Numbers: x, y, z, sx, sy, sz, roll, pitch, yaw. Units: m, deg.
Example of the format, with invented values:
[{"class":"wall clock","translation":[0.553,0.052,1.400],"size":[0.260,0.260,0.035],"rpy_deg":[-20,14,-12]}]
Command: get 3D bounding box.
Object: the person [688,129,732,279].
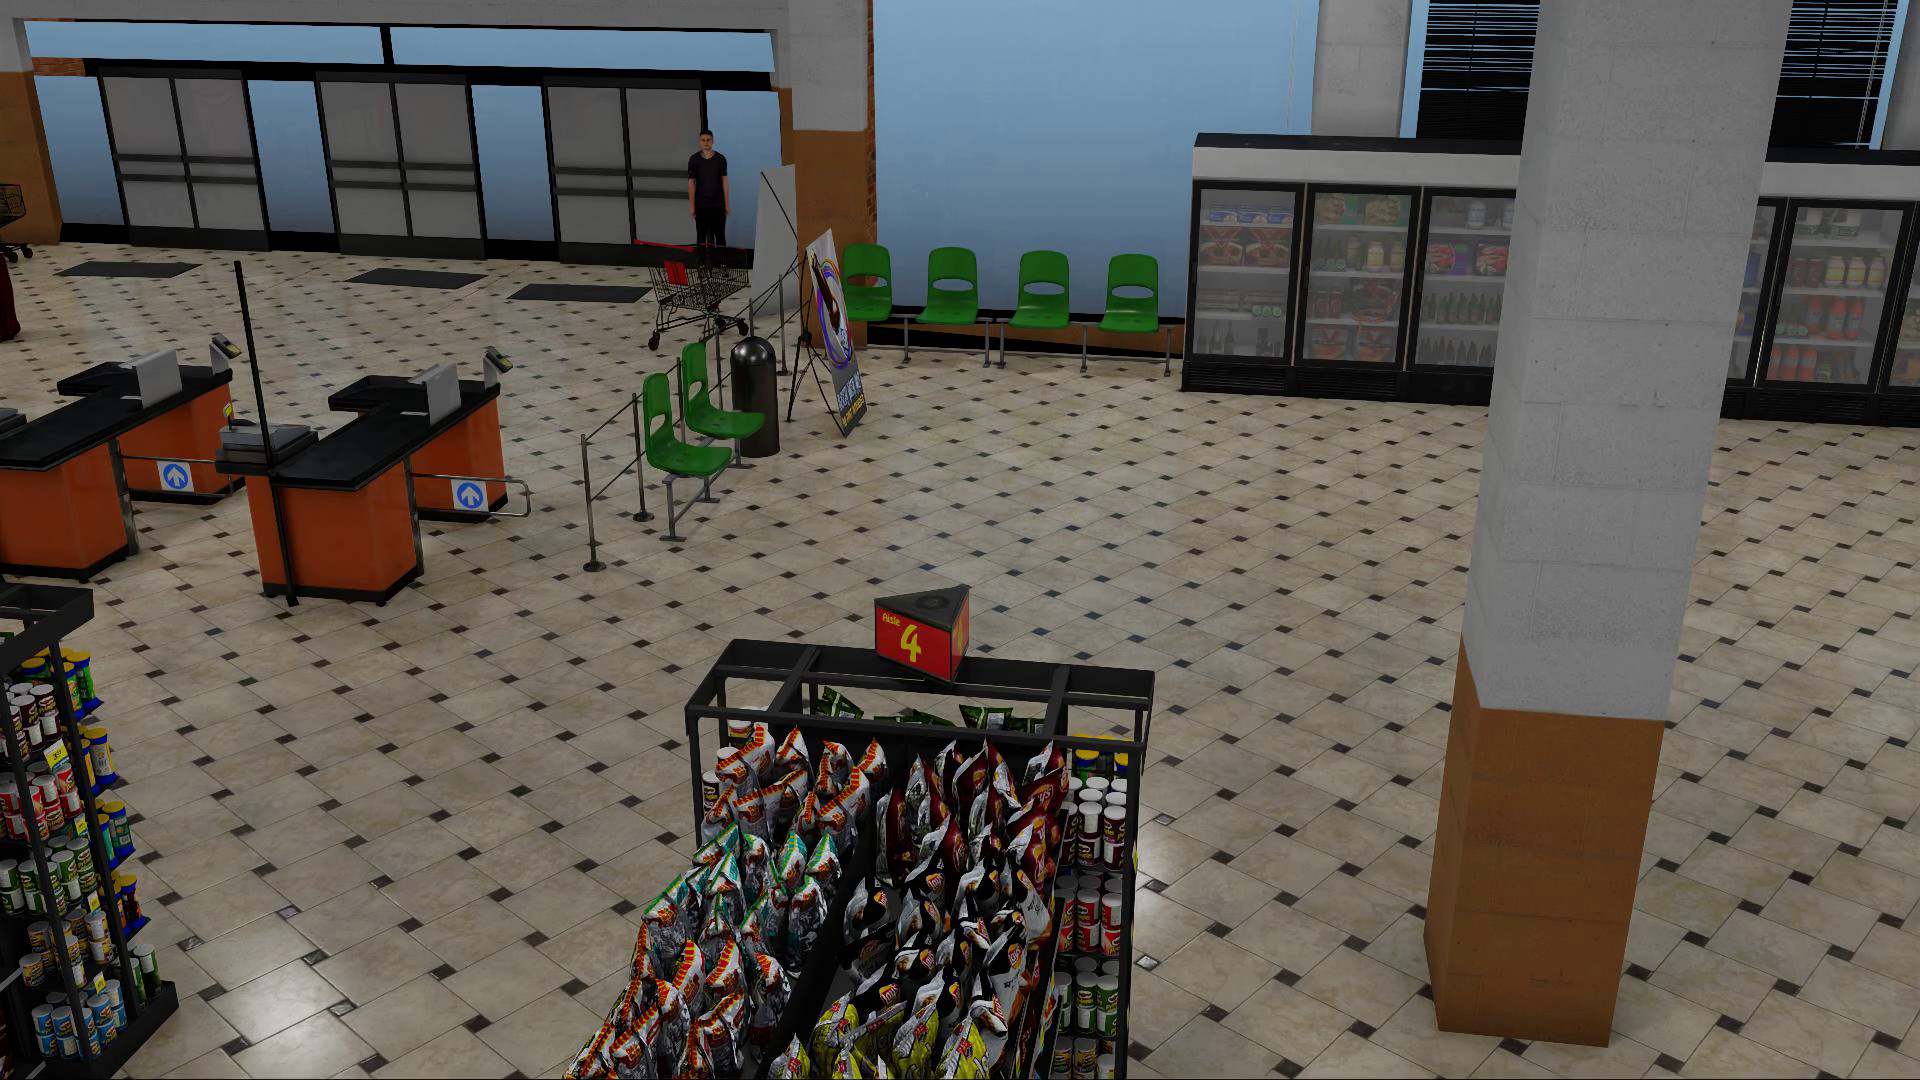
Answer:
[{"class":"person","translation":[-3.013,-4.057,20.072],"size":[0.718,1.764,0.677],"rpy_deg":[-5,22,-12]}]
